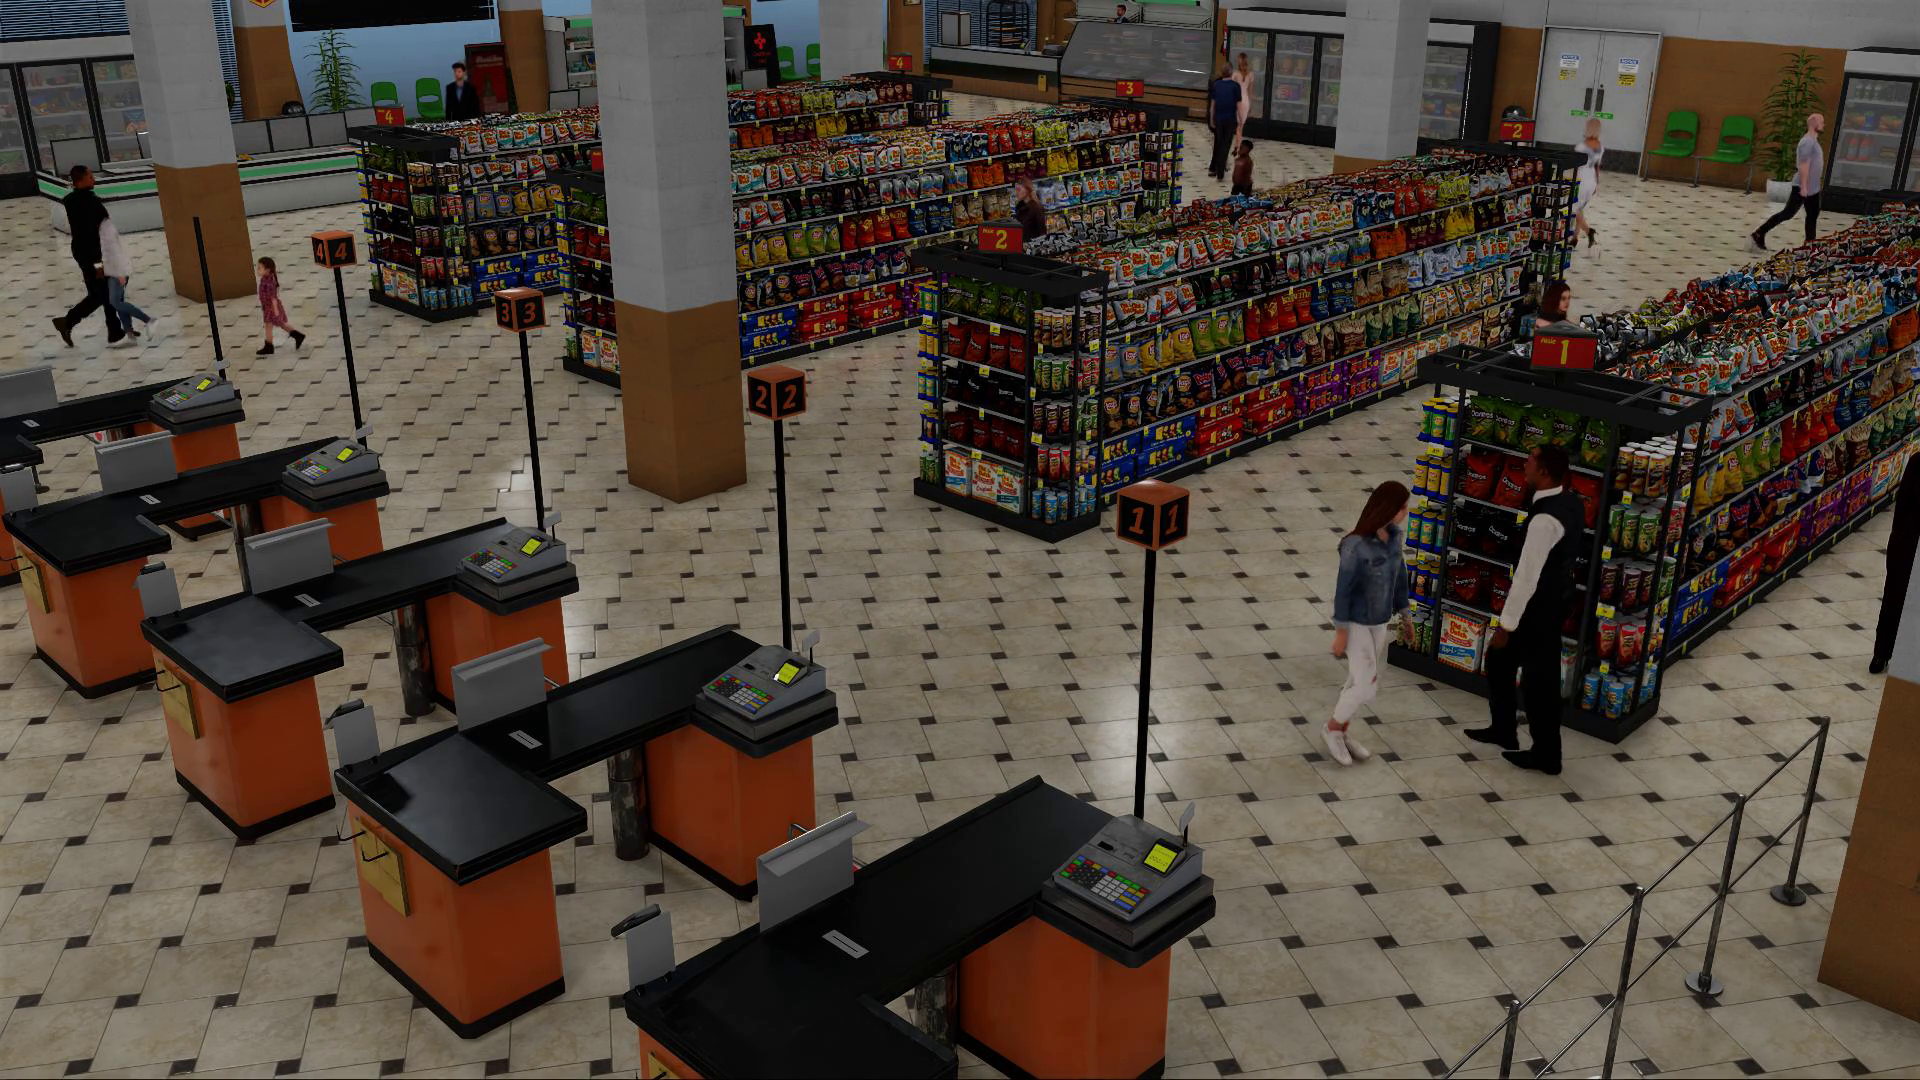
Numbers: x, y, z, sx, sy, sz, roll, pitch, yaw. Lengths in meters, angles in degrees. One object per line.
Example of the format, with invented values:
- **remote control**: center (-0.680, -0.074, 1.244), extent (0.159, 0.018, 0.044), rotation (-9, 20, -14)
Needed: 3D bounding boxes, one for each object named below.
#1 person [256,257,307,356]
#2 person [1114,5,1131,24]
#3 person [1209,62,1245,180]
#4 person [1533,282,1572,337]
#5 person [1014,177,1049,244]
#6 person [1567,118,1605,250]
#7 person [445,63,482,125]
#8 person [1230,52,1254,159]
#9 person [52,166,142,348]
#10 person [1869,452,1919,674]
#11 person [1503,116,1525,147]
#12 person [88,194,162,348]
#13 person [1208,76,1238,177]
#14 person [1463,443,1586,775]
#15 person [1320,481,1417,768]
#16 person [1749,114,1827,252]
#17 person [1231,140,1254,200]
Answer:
- **person**: center (-7.110, -2.438, 17.298), extent (0.775, 1.012, 0.566), rotation (-11, 24, -26)
- **person**: center (3.717, -11.425, 38.515), extent (0.614, 1.868, 0.566), rotation (20, 30, 41)
- **person**: center (4.299, -6.757, 26.947), extent (0.844, 1.831, 1.135), rotation (12, 25, 27)
- **person**: center (4.682, -1.221, 13.308), extent (0.485, 1.728, 0.655), rotation (-16, 27, -34)
- **person**: center (0.836, -3.086, 18.011), extent (0.627, 1.681, 0.697), rotation (-15, 26, -33)
- **person**: center (8.193, -4.615, 21.754), extent (0.957, 1.729, 0.891), rotation (-7, 23, -16)
- **person**: center (-8.000, -6.730, 26.831), extent (1.163, 1.867, 1.254), rotation (1, 22, 2)
- **person**: center (4.845, -7.450, 28.711), extent (0.965, 1.801, 0.952), rotation (-4, 22, -10)
- **person**: center (-9.126, -2.919, 17.328), extent (0.721, 1.882, 1.119), rotation (18, 28, 38)
- **person**: center (5.942, 0.039, 10.133), extent (0.695, 1.757, 0.640), rotation (16, 27, 34)
- **person**: center (7.441, -4.878, 22.480), extent (0.676, 1.676, 0.491), rotation (18, 28, 38)
- **person**: center (-8.808, -2.840, 17.494), extent (0.798, 1.612, 0.707), rotation (-19, 29, -40)
- **person**: center (4.215, -6.797, 27.354), extent (0.863, 1.603, 0.807), rotation (-7, 23, -17)
- **person**: center (3.241, 0.419, 9.000), extent (0.877, 1.897, 0.831), rotation (14, 26, 31)
- **person**: center (2.164, 0.448, 9.223), extent (0.544, 1.676, 0.712), rotation (-18, 28, -38)
- **person**: center (10.863, -4.590, 21.596), extent (0.911, 1.801, 1.213), rotation (14, 26, 31)
- **person**: center (4.014, -4.967, 23.273), extent (0.658, 1.248, 0.617), rotation (-10, 24, -24)
